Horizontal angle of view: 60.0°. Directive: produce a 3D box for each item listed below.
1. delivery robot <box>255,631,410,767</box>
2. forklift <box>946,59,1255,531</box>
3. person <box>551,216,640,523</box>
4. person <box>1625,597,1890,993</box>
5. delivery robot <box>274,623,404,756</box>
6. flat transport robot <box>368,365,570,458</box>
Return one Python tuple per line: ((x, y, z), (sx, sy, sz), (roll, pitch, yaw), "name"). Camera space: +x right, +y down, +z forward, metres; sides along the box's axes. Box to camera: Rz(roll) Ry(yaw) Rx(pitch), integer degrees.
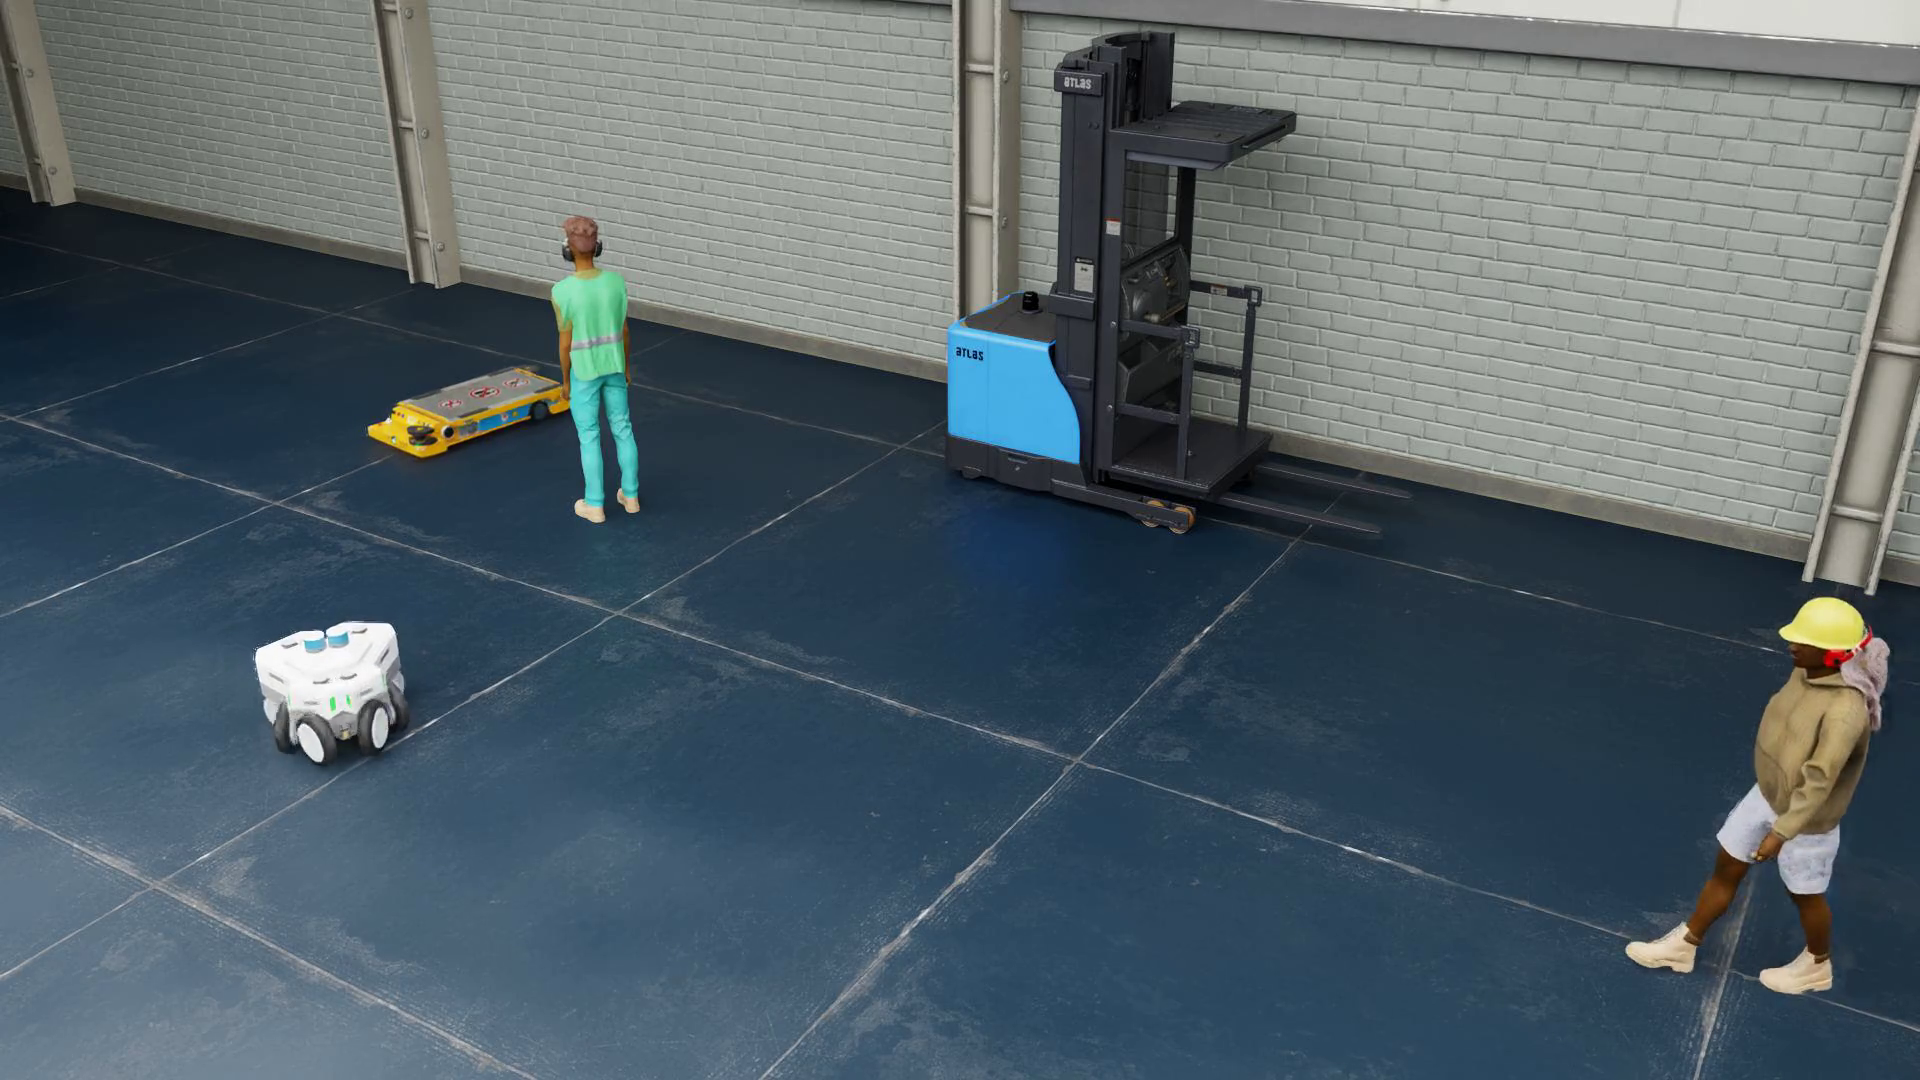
((-3.182, 0.755, 8.348), (0.815, 0.614, 0.499), (18, 31, 34), "delivery robot")
((0.933, -1.707, 10.833), (1.873, 2.768, 1.129), (15, 29, 28), "forklift")
((-2.297, -1.062, 10.511), (0.484, 1.978, 0.405), (-17, 30, -32), "person")
((3.153, 1.011, 6.404), (0.788, 1.728, 0.537), (0, 25, -1), "person")
((-3.104, 0.731, 8.387), (0.499, 0.602, 0.801), (1, 25, 2), "delivery robot")
((-3.567, -0.964, 12.298), (0.659, 0.231, 1.431), (20, 32, 35), "flat transport robot")
